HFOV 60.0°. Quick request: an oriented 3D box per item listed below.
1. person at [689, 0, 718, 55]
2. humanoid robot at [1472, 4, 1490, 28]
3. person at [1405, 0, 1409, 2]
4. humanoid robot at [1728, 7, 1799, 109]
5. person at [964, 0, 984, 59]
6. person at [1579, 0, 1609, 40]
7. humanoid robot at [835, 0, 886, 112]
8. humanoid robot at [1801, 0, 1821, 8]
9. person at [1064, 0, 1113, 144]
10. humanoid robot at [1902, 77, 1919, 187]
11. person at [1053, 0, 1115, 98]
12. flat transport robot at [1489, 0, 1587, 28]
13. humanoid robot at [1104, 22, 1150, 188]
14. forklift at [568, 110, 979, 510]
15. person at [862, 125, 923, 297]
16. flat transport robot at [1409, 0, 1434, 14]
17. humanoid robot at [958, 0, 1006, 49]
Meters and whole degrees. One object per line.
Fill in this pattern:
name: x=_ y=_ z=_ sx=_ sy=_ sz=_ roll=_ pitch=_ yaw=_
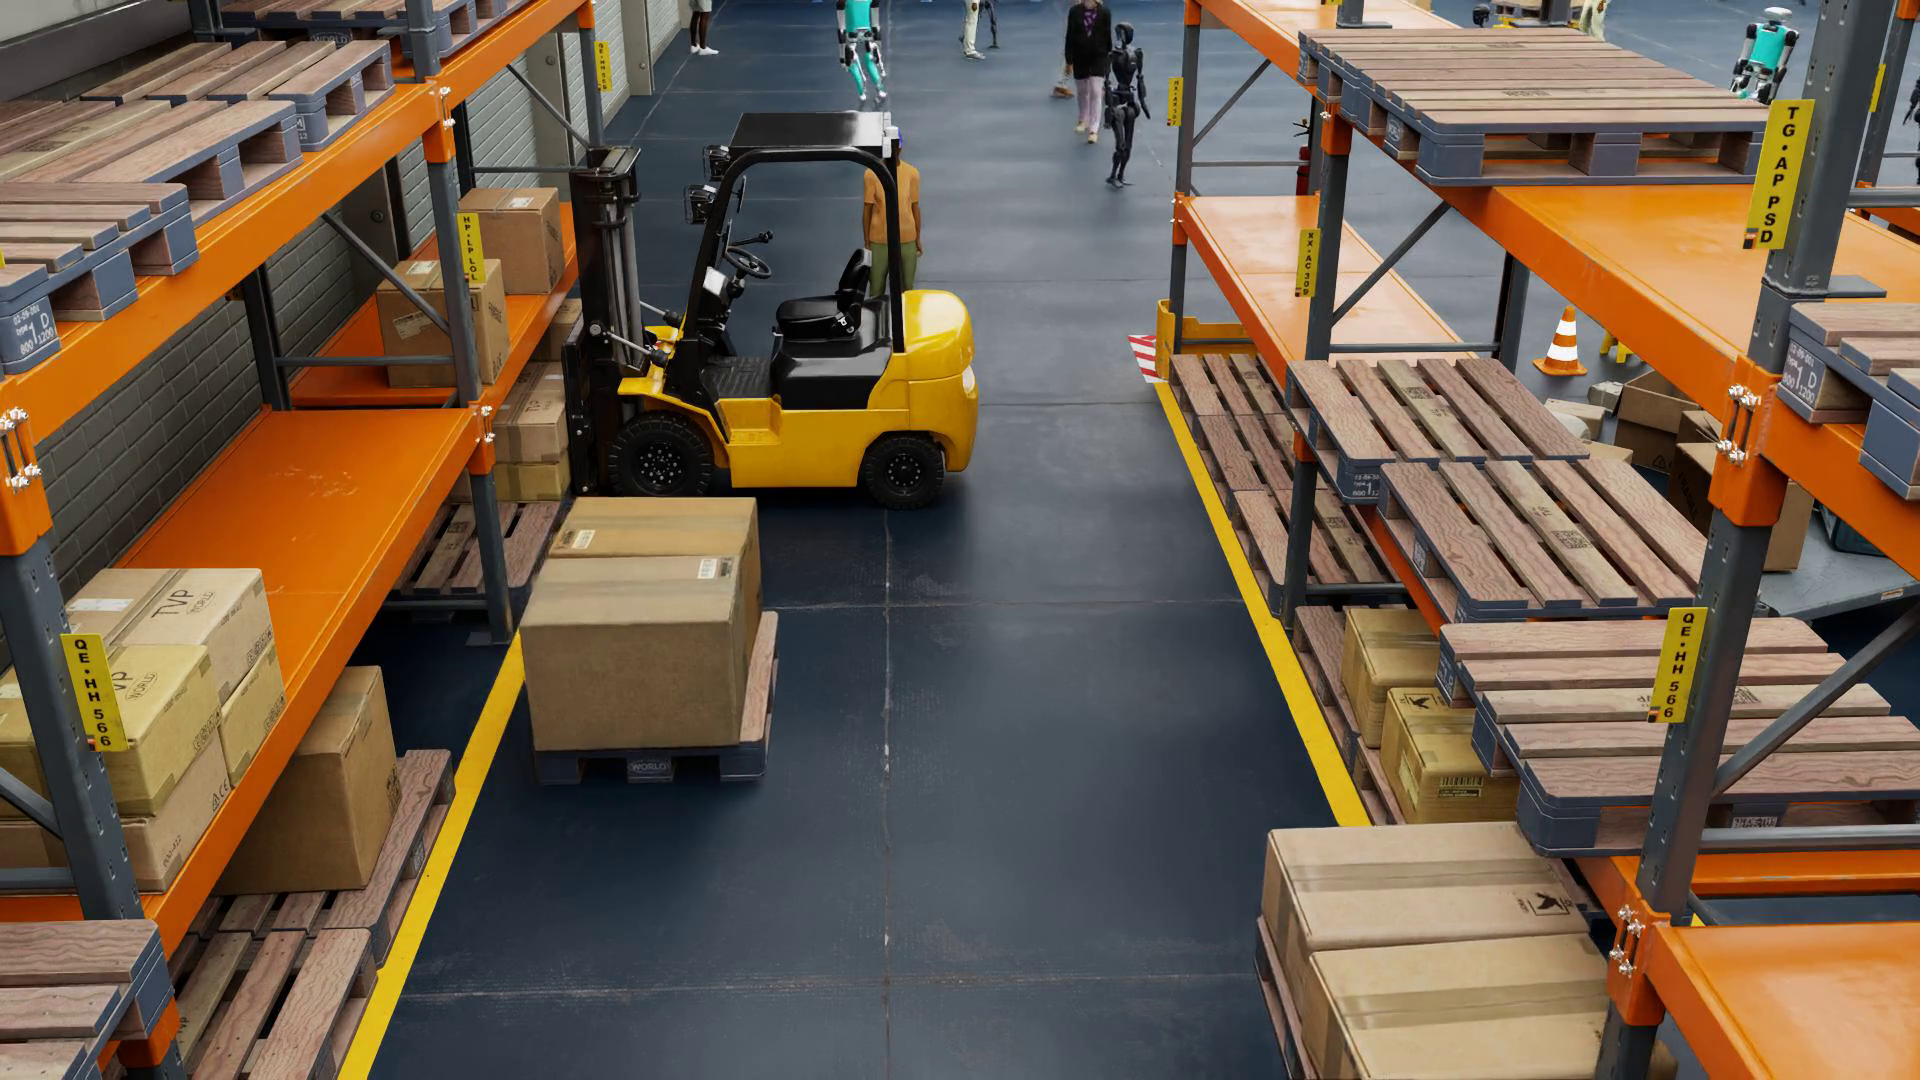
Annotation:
person: x=-3.891 y=-8.240 z=24.869 sx=0.379 sy=1.888 sz=0.559 roll=-20 pitch=32 yaw=-36
humanoid robot: x=5.727 y=-5.096 z=18.455 sx=0.589 sy=1.634 sz=0.537 roll=-14 pitch=29 yaw=-28
person: x=6.749 y=-8.455 z=25.400 sx=0.739 sy=1.824 sz=0.466 roll=-6 pitch=26 yaw=-13
humanoid robot: x=8.158 y=-4.592 z=17.330 sx=0.827 sy=1.794 sz=0.597 roll=-20 pitch=32 yaw=-35
person: x=0.220 y=-8.006 z=24.531 sx=0.348 sy=1.744 sz=0.563 roll=-1 pitch=25 yaw=-3
person: x=9.062 y=-7.689 z=23.698 sx=0.484 sy=1.879 sz=0.581 roll=-1 pitch=25 yaw=-3
humanoid robot: x=-1.111 y=-5.646 z=19.488 sx=0.536 sy=1.758 sz=0.673 roll=-10 pitch=27 yaw=-20
humanoid robot: x=15.313 y=-10.252 z=29.388 sx=0.611 sy=1.641 sz=0.561 roll=-23 pitch=34 yaw=-40
person: x=1.492 y=-5.589 z=19.355 sx=0.561 sy=1.803 sz=0.941 roll=4 pitch=26 yaw=9
humanoid robot: x=9.896 y=-4.353 z=16.871 sx=0.467 sy=1.645 sz=0.606 roll=-17 pitch=30 yaw=-32
person: x=1.677 y=-6.637 z=21.491 sx=1.012 sy=1.872 sz=0.640 roll=6 pitch=26 yaw=12
flat transport robot: x=9.453 y=-8.457 z=27.212 sx=1.431 sy=0.231 sz=0.659 roll=-16 pitch=30 yaw=-30
humanoid robot: x=1.710 y=-4.481 z=17.140 sx=0.583 sy=1.656 sz=0.376 roll=-20 pitch=32 yaw=-36
forklift: x=-1.043 y=-1.379 z=9.976 sx=2.313 sy=2.155 sz=1.214 roll=-1 pitch=25 yaw=-2
person: x=-0.493 y=-2.180 z=12.224 sx=0.440 sy=1.718 sz=0.356 roll=-6 pitch=26 yaw=-12
flat transport robot: x=6.750 y=-8.123 z=26.506 sx=0.659 sy=0.231 sz=1.431 roll=23 pitch=34 yaw=40
humanoid robot: x=0.338 y=-8.340 z=25.372 sx=0.752 sy=1.633 sz=0.601 roll=14 pitch=29 yaw=27
